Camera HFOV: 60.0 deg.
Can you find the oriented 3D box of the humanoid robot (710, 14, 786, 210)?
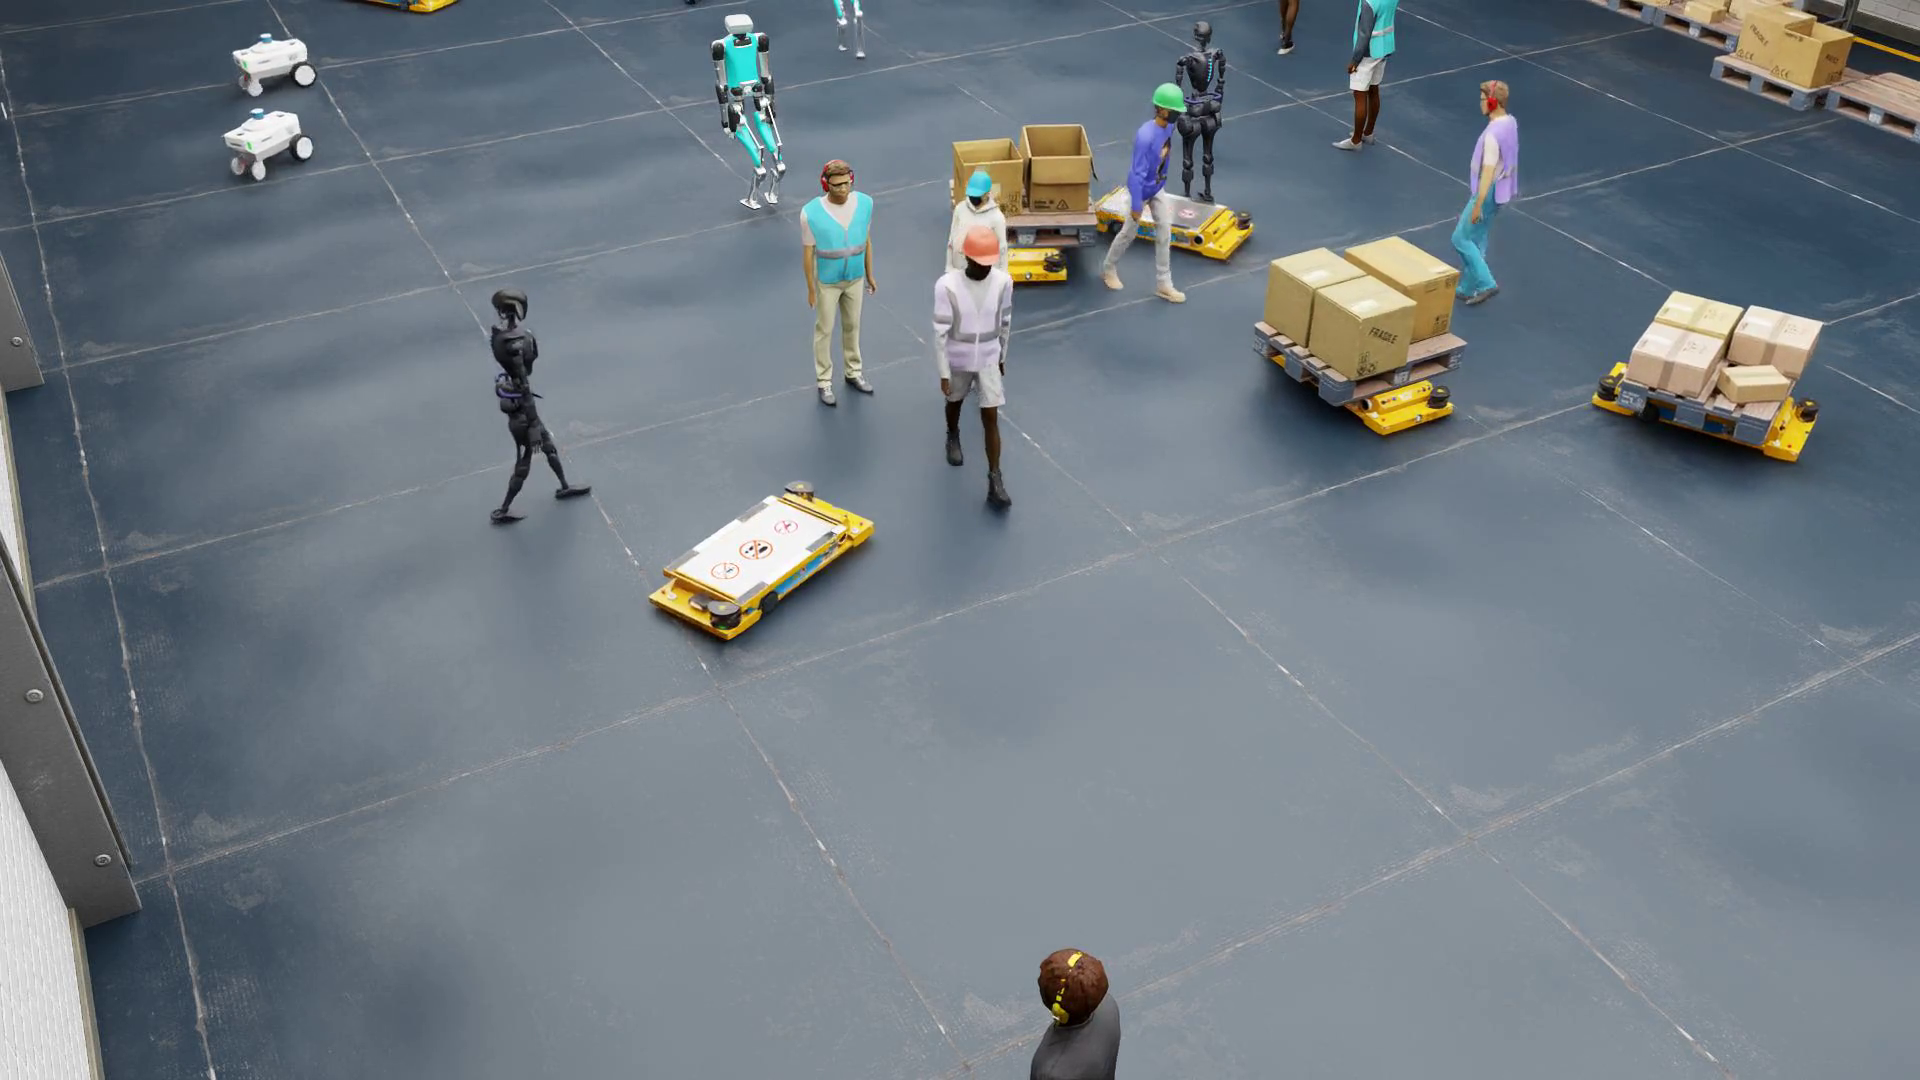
[{"bbox_3d":[-1.791,-3.701,14.604,0.533,1.677,0.735,-17,39,-23],"label":"humanoid robot"}]

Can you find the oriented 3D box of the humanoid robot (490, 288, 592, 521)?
[{"bbox_3d":[-2.820,-0.885,10.782,0.710,1.630,0.610,-12,37,-17],"label":"humanoid robot"}]

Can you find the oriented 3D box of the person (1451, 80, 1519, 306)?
[{"bbox_3d":[4.210,-2.748,13.289,0.430,1.820,0.599,19,39,25],"label":"person"}]

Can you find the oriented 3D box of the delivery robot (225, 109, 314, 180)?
[{"bbox_3d":[-6.656,-3.834,15.929,0.499,0.581,0.774,15,38,20],"label":"delivery robot"}]

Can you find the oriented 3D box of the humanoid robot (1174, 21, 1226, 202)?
[{"bbox_3d":[2.130,-3.828,14.943,0.599,1.655,0.315,-17,39,-23],"label":"humanoid robot"}]

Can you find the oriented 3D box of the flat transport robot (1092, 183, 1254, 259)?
[{"bbox_3d":[1.819,-2.839,14.769,1.431,0.231,0.659,18,39,24],"label":"flat transport robot"}]

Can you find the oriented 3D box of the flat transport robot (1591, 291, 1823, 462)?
[{"bbox_3d":[5.431,-0.989,12.128,1.431,0.231,0.659,21,40,27],"label":"flat transport robot"}]

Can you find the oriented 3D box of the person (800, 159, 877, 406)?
[{"bbox_3d":[-0.871,-1.888,12.036,0.563,1.847,0.397,-19,39,-25],"label":"person"}]

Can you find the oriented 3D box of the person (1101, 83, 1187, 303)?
[{"bbox_3d":[1.484,-2.822,13.398,0.812,1.829,0.474,28,44,34],"label":"person"}]

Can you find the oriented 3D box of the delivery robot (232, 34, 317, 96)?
[{"bbox_3d":[-7.320,-5.093,17.727,0.773,0.582,0.499,-25,42,-31],"label":"delivery robot"}]

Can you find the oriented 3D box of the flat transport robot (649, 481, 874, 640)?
[{"bbox_3d":[-1.241,0.108,10.561,0.659,0.231,1.431,22,41,28],"label":"flat transport robot"}]

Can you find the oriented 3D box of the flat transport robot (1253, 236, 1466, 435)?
[{"bbox_3d":[2.974,-1.257,12.510,0.659,0.231,1.431,-17,39,-23],"label":"flat transport robot"}]

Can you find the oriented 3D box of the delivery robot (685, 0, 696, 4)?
[{"bbox_3d":[-3.243,-6.904,20.328,0.499,0.598,0.802,-22,41,-28],"label":"delivery robot"}]

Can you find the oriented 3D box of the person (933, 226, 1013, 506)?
[{"bbox_3d":[0.097,-1.198,11.022,0.547,1.884,0.994,-6,35,-9],"label":"person"}]

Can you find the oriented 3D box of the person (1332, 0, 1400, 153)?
[{"bbox_3d":[3.951,-4.689,15.955,0.418,1.940,0.552,26,43,32],"label":"person"}]

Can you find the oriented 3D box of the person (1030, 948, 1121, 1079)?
[{"bbox_3d":[0.393,2.197,6.181,0.351,1.874,0.499,13,37,18],"label":"person"}]

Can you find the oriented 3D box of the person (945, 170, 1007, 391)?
[{"bbox_3d":[0.144,-1.981,12.336,0.469,1.653,0.670,17,39,23],"label":"person"}]

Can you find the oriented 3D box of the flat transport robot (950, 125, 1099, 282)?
[{"bbox_3d":[0.543,-2.641,14.486,0.659,0.231,1.431,-1,35,-2],"label":"flat transport robot"}]

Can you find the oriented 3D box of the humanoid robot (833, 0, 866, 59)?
[{"bbox_3d":[-1.246,-6.138,18.225,0.536,1.762,0.923,-16,38,-22],"label":"humanoid robot"}]

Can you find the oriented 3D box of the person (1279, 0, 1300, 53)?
[{"bbox_3d":[3.779,-6.490,18.540,0.626,1.922,0.940,17,38,23],"label":"person"}]

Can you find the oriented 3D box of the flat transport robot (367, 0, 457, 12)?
[{"bbox_3d":[-6.823,-6.689,20.266,1.431,0.231,0.659,15,38,21],"label":"flat transport robot"}]
